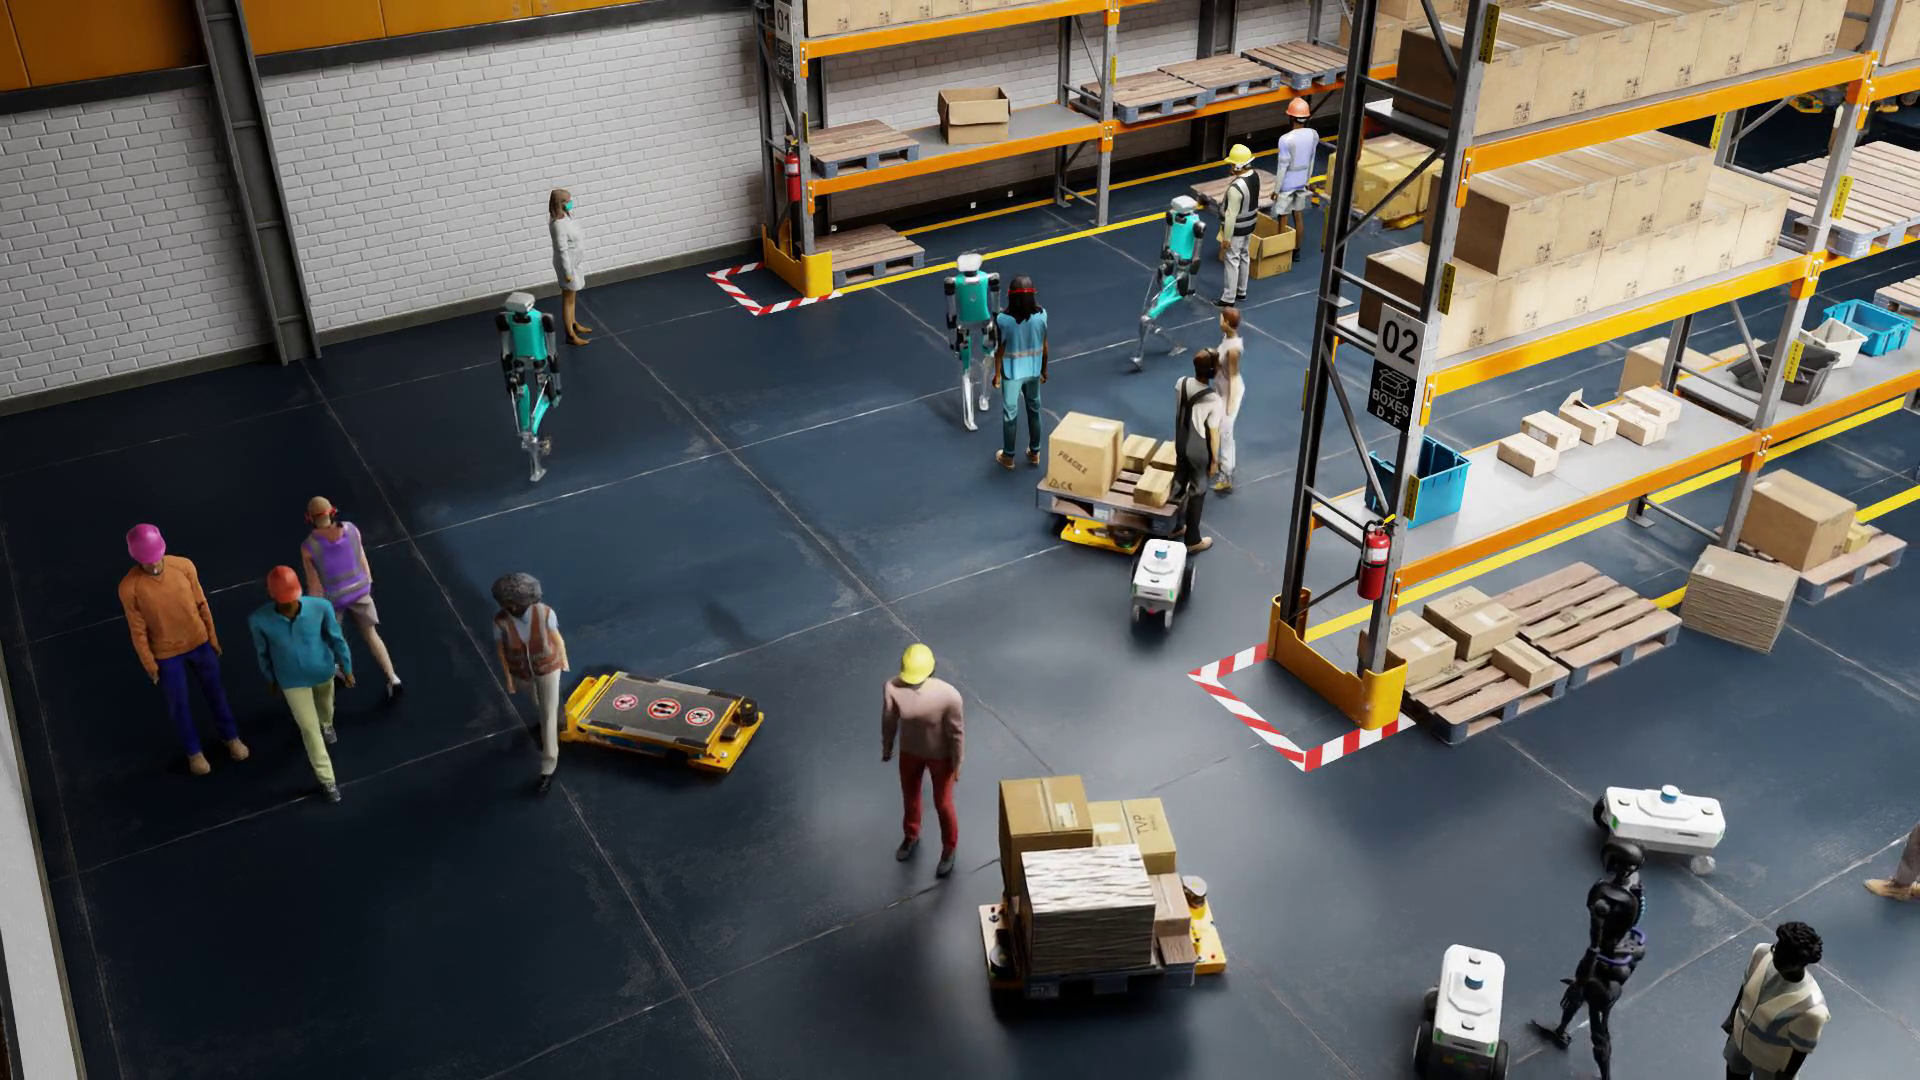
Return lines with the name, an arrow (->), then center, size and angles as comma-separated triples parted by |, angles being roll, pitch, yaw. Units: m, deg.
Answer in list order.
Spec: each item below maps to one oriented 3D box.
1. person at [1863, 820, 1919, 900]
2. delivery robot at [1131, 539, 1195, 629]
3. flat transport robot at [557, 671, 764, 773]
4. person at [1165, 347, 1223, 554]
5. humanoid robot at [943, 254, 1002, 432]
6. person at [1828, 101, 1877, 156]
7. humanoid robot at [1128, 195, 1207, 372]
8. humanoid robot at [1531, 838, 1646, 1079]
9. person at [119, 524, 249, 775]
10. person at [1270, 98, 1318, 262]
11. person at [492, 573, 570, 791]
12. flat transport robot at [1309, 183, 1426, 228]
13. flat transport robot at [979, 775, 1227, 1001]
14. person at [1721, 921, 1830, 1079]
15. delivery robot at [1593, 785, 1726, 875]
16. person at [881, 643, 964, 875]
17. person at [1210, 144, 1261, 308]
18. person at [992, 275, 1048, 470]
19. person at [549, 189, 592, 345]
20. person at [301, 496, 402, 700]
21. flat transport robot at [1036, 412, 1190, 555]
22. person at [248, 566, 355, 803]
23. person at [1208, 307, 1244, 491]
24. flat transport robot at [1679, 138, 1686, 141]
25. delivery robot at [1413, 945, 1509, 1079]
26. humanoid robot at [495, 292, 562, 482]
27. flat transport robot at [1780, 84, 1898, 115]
person -> 6.073, 1.548, 10.207 | 0.470, 1.761, 0.523 | 22, 38, 31
delivery robot -> 1.602, 0.309, 13.337 | 0.499, 0.609, 0.805 | 8, 33, 13
flat transport robot -> -2.209, 1.297, 12.016 | 1.431, 0.231, 0.659 | 9, 33, 15
person -> 1.958, -0.746, 13.803 | 0.343, 1.838, 0.499 | -22, 38, -31
humanoid robot -> 0.125, -1.967, 15.870 | 0.576, 1.783, 0.890 | -1, 32, -2
person -> 10.671, -4.679, 20.060 | 0.569, 1.844, 0.381 | -13, 34, -20
humanoid robot -> 1.980, -2.541, 16.794 | 1.007, 1.775, 0.531 | -20, 37, -29
humanoid robot -> 3.503, 2.301, 9.102 | 0.613, 1.638, 0.587 | 25, 40, 34
person -> -5.320, 0.729, 11.325 | 0.515, 1.973, 0.401 | -26, 40, -35
person -> 3.782, -4.093, 19.043 | 0.551, 1.935, 0.362 | -19, 37, -28
person -> -2.922, 0.855, 11.441 | 0.440, 1.626, 0.889 | -3, 32, -5
flat transport robot -> 5.121, -4.259, 20.876 | 1.431, 0.231, 0.659 | 26, 40, 35
flat transport robot -> 0.865, 2.415, 10.233 | 1.431, 0.231, 0.659 | -3, 32, -5
person -> 4.145, 2.612, 8.577 | 0.320, 1.693, 0.532 | -7, 33, -11
delivery robot -> 4.548, 1.856, 10.852 | 0.768, 0.591, 0.499 | 6, 33, 9
person -> -0.240, 1.362, 10.511 | 0.570, 1.754, 0.386 | 10, 33, 15
person -> 2.999, -3.395, 18.039 | 0.403, 1.825, 0.589 | 20, 37, 28
person -> 0.555, -1.502, 14.976 | 0.515, 1.867, 0.391 | -8, 33, -13
person -> -4.060, -2.859, 17.330 | 0.335, 1.659, 0.500 | -2, 32, -3
person -> -4.465, 0.426, 12.085 | 0.487, 1.665, 0.777 | -26, 40, -35
flat transport robot -> 1.436, -0.348, 14.638 | 0.659, 0.231, 1.431 | 13, 34, 20
person -> -4.463, 0.860, 11.359 | 0.565, 1.704, 0.918 | -15, 35, -22
person -> 2.373, -1.261, 14.804 | 0.328, 1.631, 0.672 | 0, 32, 0
flat transport robot -> 9.082, -5.319, 22.566 | 1.431, 0.231, 0.659 | 9, 33, 14
delivery robot -> 2.888, 2.696, 9.508 | 0.523, 0.586, 0.738 | 10, 34, 16
humanoid robot -> -3.835, -1.287, 14.748 | 0.539, 1.730, 0.995 | 4, 32, 6
flat transport robot -> 12.888, -6.445, 24.363 | 1.431, 0.231, 0.659 | -1, 32, -2
